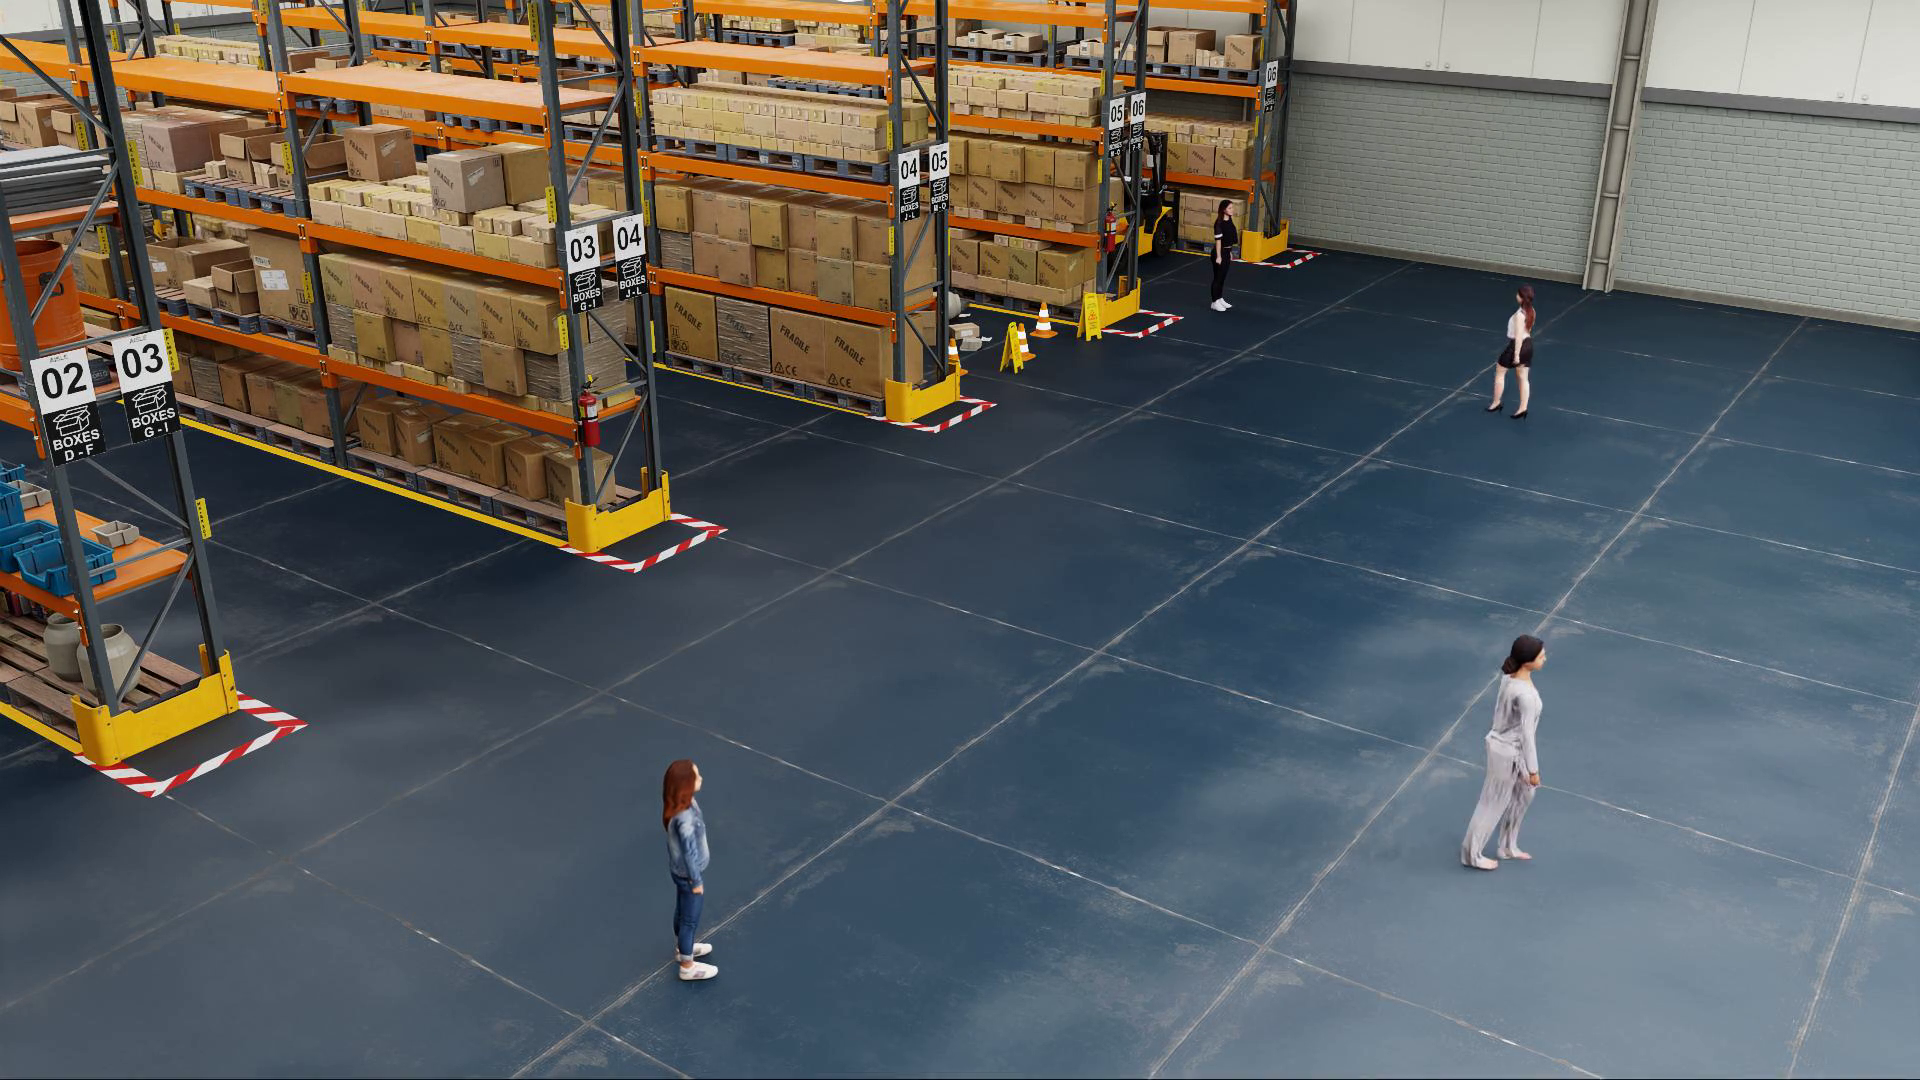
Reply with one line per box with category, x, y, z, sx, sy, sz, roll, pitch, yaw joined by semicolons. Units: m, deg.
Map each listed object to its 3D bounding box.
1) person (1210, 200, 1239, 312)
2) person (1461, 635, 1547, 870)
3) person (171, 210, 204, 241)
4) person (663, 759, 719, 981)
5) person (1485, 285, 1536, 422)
person;3.883;-4.231;24.631;0.576;1.639;0.602;14;27;30
person;3.580;1.440;11.149;0.857;1.754;0.782;3;23;6
person;-11.075;-3.982;23.994;0.826;1.679;0.642;18;29;36
person;-1.676;2.005;10.179;0.684;1.474;0.603;-6;24;-15
person;6.767;-2.212;19.900;0.793;1.626;0.620;20;30;39
